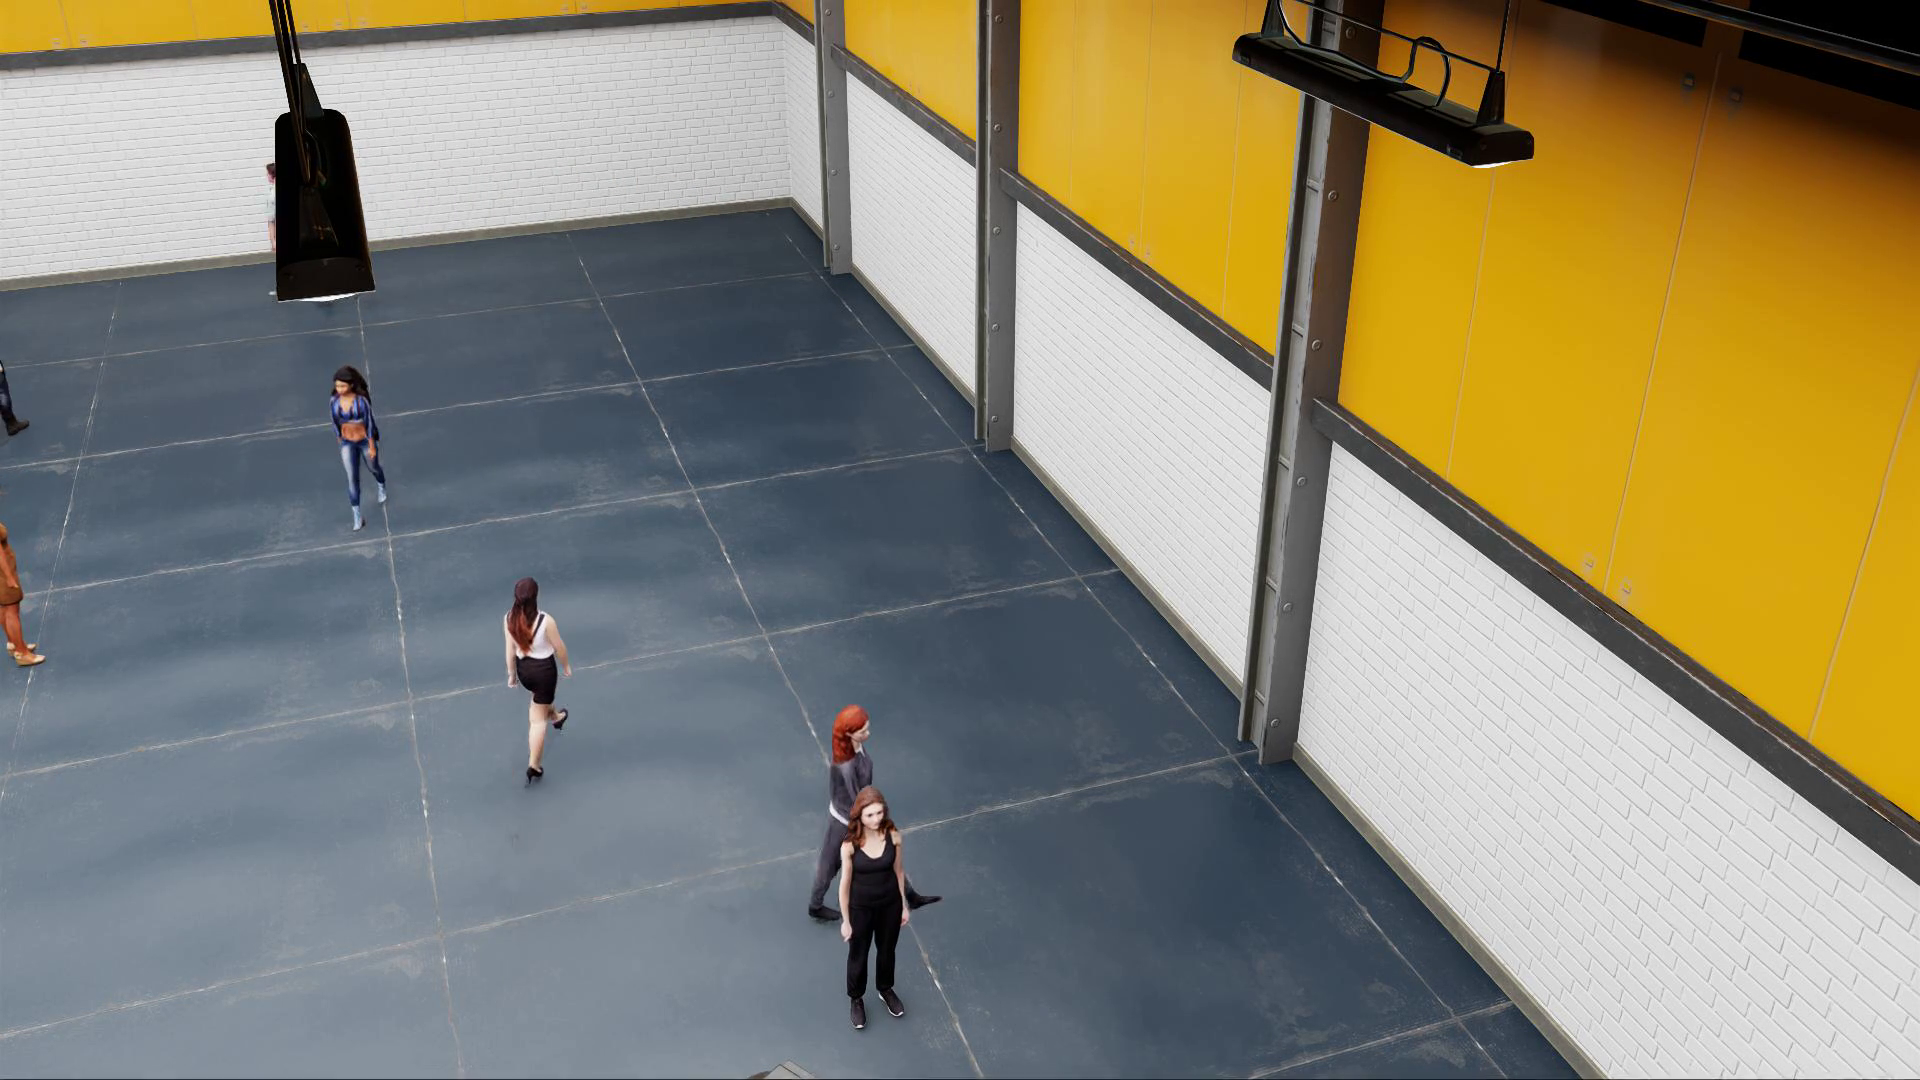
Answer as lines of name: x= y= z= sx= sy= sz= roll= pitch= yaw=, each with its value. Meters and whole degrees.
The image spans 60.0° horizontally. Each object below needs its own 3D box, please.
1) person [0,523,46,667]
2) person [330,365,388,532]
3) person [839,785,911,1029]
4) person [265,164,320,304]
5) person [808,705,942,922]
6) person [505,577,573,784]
person: x=-8.021 y=0.267 z=13.899 sx=0.678 sy=1.686 sz=0.549 roll=-22 pitch=35 yaw=-34
person: x=-5.841 y=-0.954 z=16.253 sx=0.846 sy=1.576 sz=1.149 roll=-1 pitch=29 yaw=-1
person: x=-0.537 y=2.232 z=10.234 sx=0.599 sy=1.746 sz=0.514 roll=-11 pitch=31 yaw=-20
person: x=-8.611 y=-3.914 z=21.430 sx=1.131 sy=1.814 sz=1.213 roll=6 pitch=29 yaw=11
person: x=-0.806 y=1.853 z=10.947 sx=1.013 sy=1.729 sz=1.130 roll=4 pitch=29 yaw=7
person: x=-3.204 y=1.081 z=12.494 sx=0.909 sy=1.603 sz=1.157 roll=3 pitch=29 yaw=6
